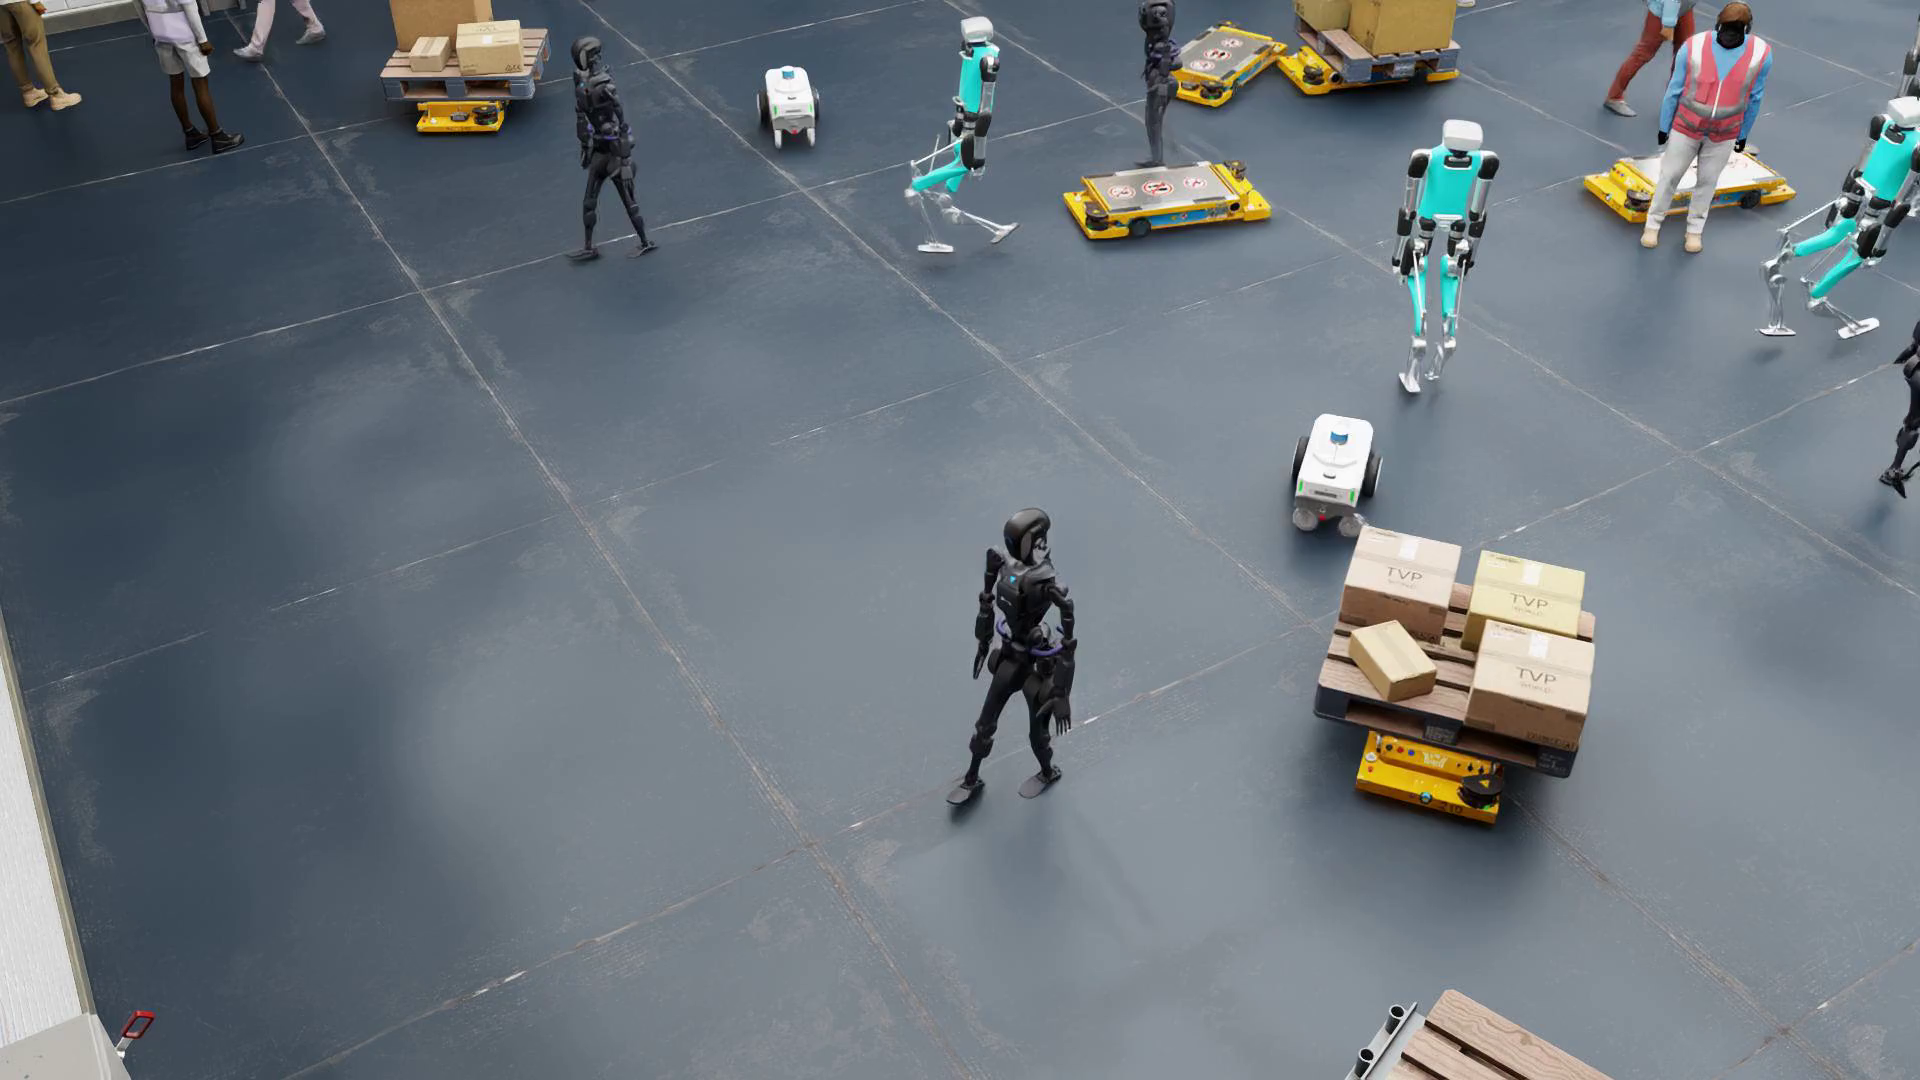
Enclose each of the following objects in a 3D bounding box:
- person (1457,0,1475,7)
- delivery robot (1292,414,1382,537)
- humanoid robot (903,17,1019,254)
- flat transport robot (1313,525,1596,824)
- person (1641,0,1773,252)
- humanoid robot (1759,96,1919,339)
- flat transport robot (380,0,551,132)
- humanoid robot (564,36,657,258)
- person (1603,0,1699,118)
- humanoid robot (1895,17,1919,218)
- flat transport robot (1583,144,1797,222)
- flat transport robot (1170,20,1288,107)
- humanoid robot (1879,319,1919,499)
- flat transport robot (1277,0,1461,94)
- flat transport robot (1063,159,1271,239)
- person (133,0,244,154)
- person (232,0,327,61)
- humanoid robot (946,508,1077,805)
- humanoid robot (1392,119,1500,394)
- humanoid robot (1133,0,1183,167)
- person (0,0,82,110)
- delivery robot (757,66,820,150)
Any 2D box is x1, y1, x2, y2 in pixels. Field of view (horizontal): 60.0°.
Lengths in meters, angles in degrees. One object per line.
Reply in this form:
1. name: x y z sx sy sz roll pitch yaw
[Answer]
1. person: 4.850 -5.975 15.532 0.337 1.882 0.583 16 41 20
2. delivery robot: 2.162 -0.399 9.559 0.525 0.587 0.738 12 40 15
3. humanoid robot: -0.059 -2.733 11.556 1.018 1.723 0.573 -11 40 -13
4. flat transport robot: 2.435 0.781 8.306 0.659 0.231 1.431 13 40 16
5. person: 5.234 -2.892 11.688 0.630 1.835 0.432 12 40 15
6. humanoid robot: 5.598 -1.955 10.592 1.043 1.737 0.564 -7 39 -9
7. flat transport robot: -4.135 -3.843 14.141 0.659 0.231 1.431 -1 38 -1
8. humanoid robot: -2.490 -2.669 11.542 0.688 1.637 0.614 -31 48 -33
9. person: 5.799 -4.248 13.401 0.867 1.826 0.553 27 46 30
10. humanoid robot: 7.100 -3.109 12.053 0.530 1.776 0.842 8 39 10
11. flat transport robot: 5.600 -2.738 12.747 1.431 0.231 0.659 -10 39 -12
12. flat transport robot: 2.275 -4.176 14.561 0.659 0.231 1.431 22 43 26
13. humanoid robot: 5.522 -0.960 9.376 0.493 1.642 0.615 -18 42 -22
14. flat transport robot: 3.575 -4.176 14.561 1.431 0.231 0.659 -9 39 -11
15. flat transport robot: 1.557 -2.566 12.529 1.431 0.231 0.659 -9 39 -11
16. person: -6.100 -3.967 12.955 0.542 1.939 0.362 12 40 15
17. person: -6.147 -5.131 14.534 0.590 1.789 0.967 30 48 33
18. humanoid robot: 0.261 0.597 7.416 0.606 1.647 0.566 31 48 33
19. humanoid robot: 2.935 -1.616 10.143 0.542 1.795 0.695 0 38 0
20. humanoid robot: 1.509 -3.589 12.693 0.330 1.641 0.611 -4 39 -5
21. person: -7.776 -4.402 13.638 0.525 1.766 0.366 13 40 15
22. delivery robot: -1.388 -3.567 13.573 0.499 0.608 0.797 -6 39 -8
